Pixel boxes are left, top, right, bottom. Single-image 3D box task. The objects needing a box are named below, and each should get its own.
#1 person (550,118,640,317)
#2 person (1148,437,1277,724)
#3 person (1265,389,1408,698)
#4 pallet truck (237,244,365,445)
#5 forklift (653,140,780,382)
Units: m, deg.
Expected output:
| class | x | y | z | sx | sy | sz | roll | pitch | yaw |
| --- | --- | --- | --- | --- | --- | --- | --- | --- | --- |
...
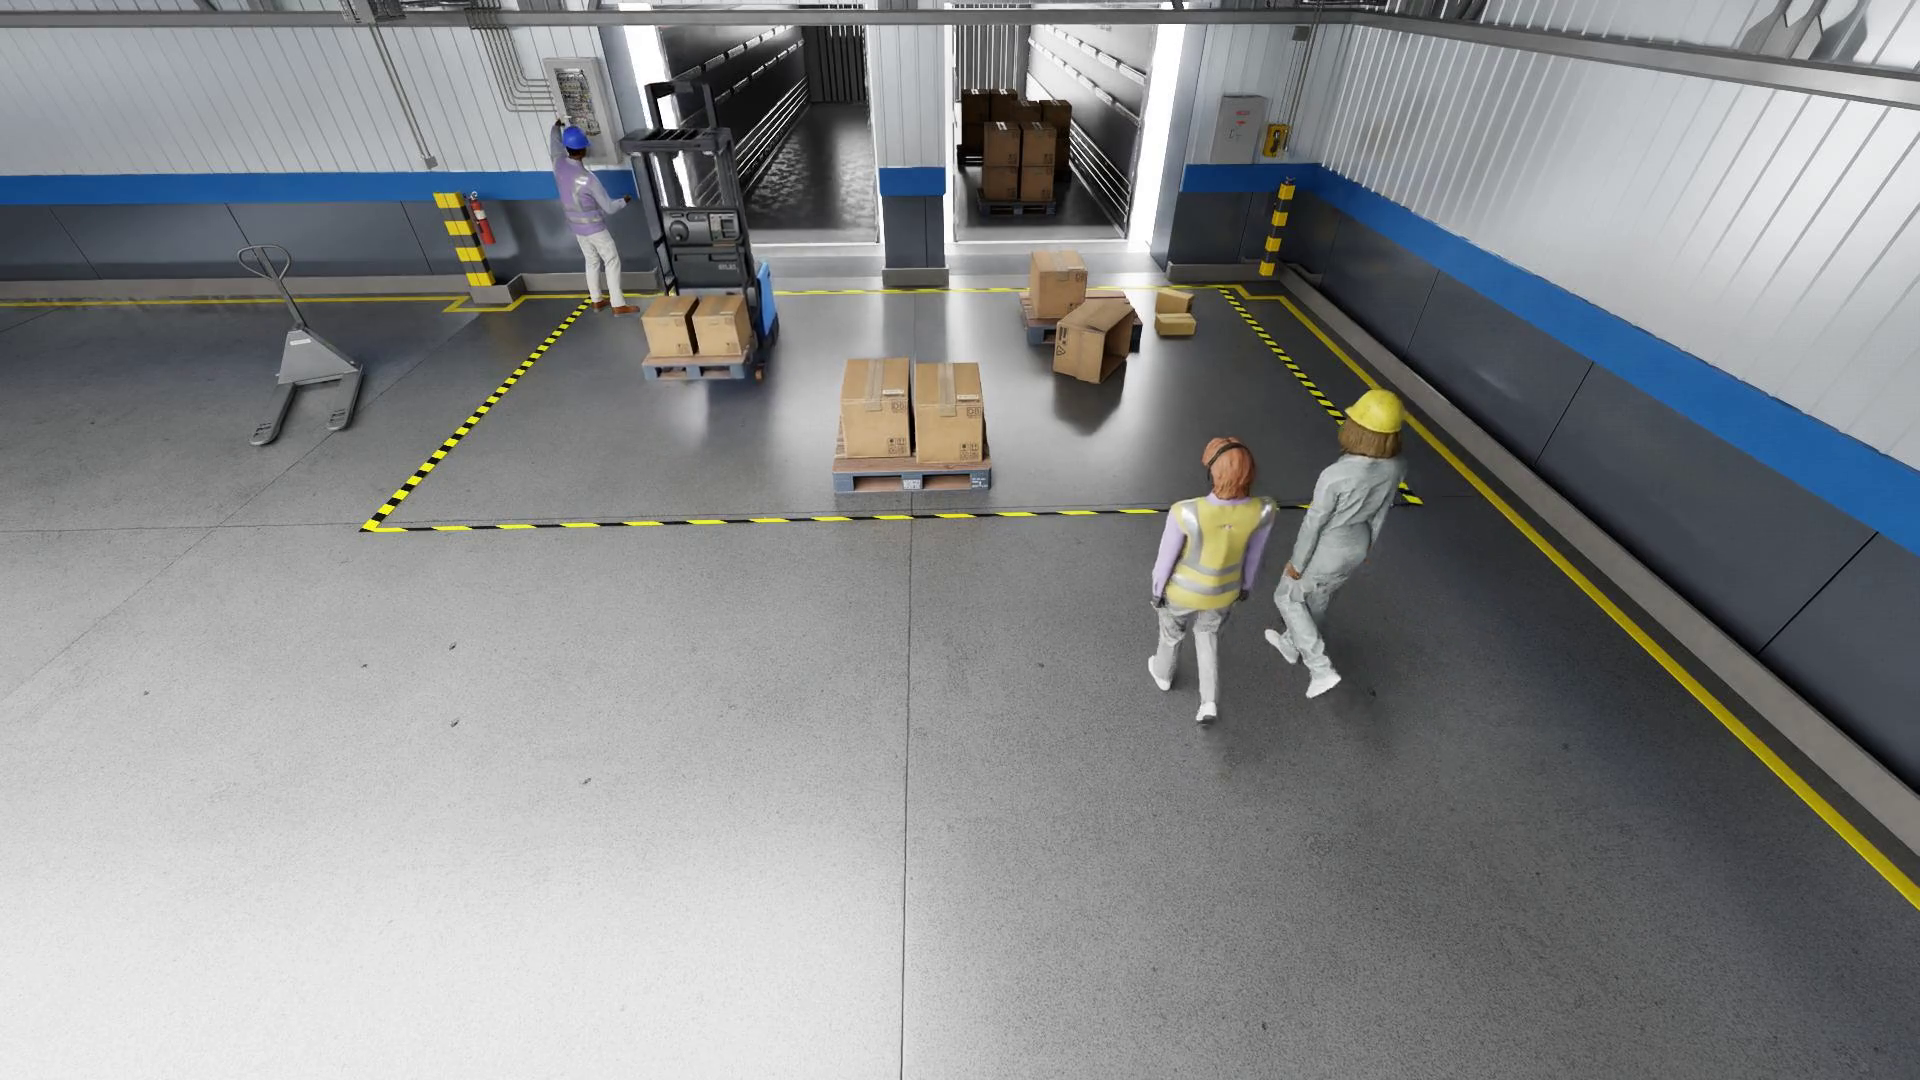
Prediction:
| class | x | y | z | sx | sy | sz | roll | pitch | yaw |
| --- | --- | --- | --- | --- | --- | --- | --- | --- | --- |
| person | -4.069 | -3.527 | 8.093 | 1.053 | 1.906 | 0.694 | 20 | 43 | 24 |
| person | 1.178 | 0.263 | 3.538 | 0.518 | 1.614 | 0.635 | -2 | 38 | -3 |
| person | 1.910 | 0.095 | 3.676 | 0.491 | 1.726 | 0.641 | -11 | 40 | -14 |
| pallet truck | -5.915 | -1.733 | 6.366 | 0.680 | 1.201 | 1.601 | -18 | 42 | -21 |
| forklift | -2.316 | -2.822 | 7.093 | 0.716 | 2.013 | 0.776 | -2 | 39 | -2 |
